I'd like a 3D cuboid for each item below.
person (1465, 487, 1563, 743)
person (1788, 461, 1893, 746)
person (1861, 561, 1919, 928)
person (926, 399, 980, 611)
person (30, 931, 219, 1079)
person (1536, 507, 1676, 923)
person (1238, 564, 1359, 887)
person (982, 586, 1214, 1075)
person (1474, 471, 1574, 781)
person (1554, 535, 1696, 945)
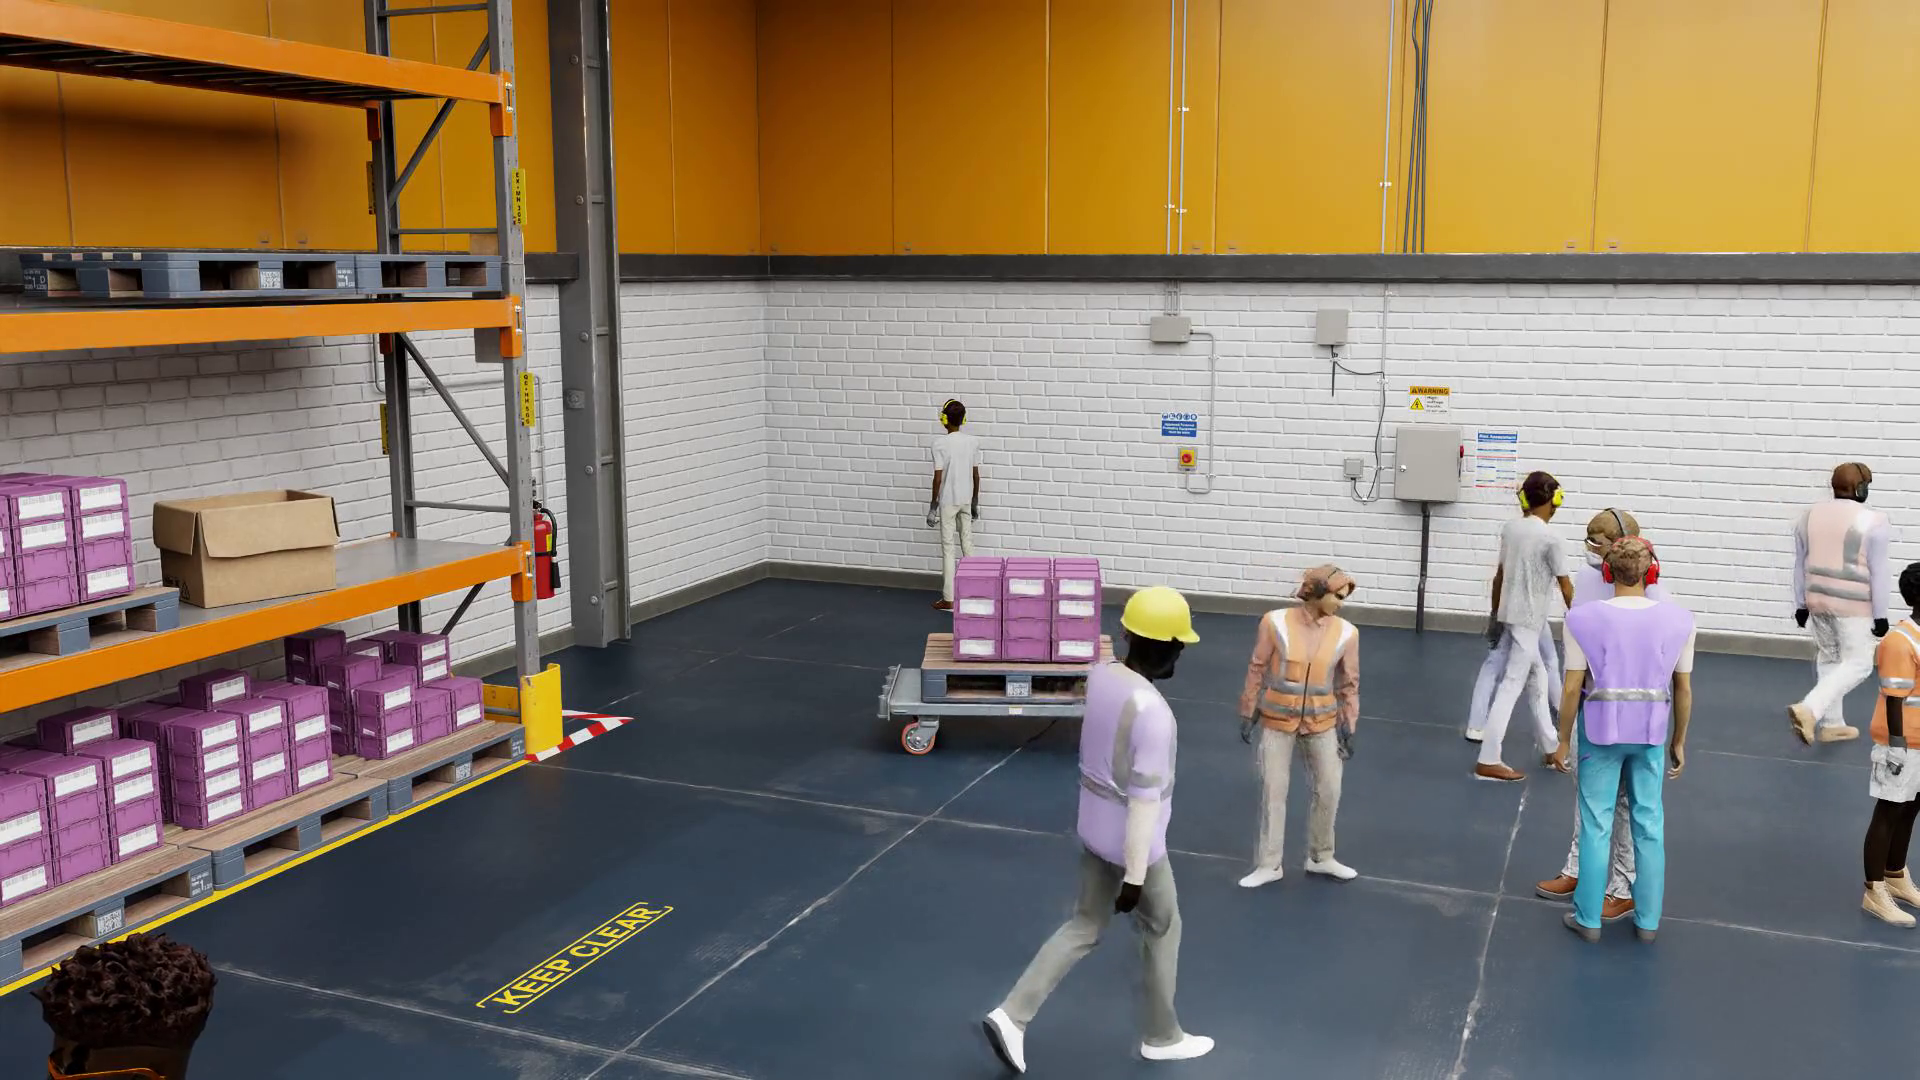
[{"bbox_3d":[3.625,0.450,10.495,0.890,1.720,0.538,-2,10,-9],"label":"person"},{"bbox_3d":[5.482,0.414,10.428,0.668,1.824,0.628,-4,10,-21],"label":"person"},{"bbox_3d":[4.418,0.925,7.714,0.535,1.699,0.318,-8,12,-39],"label":"person"},{"bbox_3d":[-0.060,-0.305,14.645,0.517,1.873,0.328,-6,11,-32],"label":"person"},{"bbox_3d":[-1.312,1.601,2.805,0.367,1.966,0.604,-5,10,-26],"label":"person"},{"bbox_3d":[3.015,0.804,7.741,0.370,1.934,0.627,-3,10,-18],"label":"person"},{"bbox_3d":[1.644,0.914,8.066,0.608,1.613,0.324,0,9,0],"label":"person"},{"bbox_3d":[0.545,1.090,6.147,0.877,1.885,0.594,-4,10,-24],"label":"person"},{"bbox_3d":[3.448,0.513,9.797,0.878,1.822,0.556,-2,10,-11],"label":"person"},{"bbox_3d":[2.955,0.902,7.418,0.567,1.839,0.377,1,9,6],"label":"person"}]
